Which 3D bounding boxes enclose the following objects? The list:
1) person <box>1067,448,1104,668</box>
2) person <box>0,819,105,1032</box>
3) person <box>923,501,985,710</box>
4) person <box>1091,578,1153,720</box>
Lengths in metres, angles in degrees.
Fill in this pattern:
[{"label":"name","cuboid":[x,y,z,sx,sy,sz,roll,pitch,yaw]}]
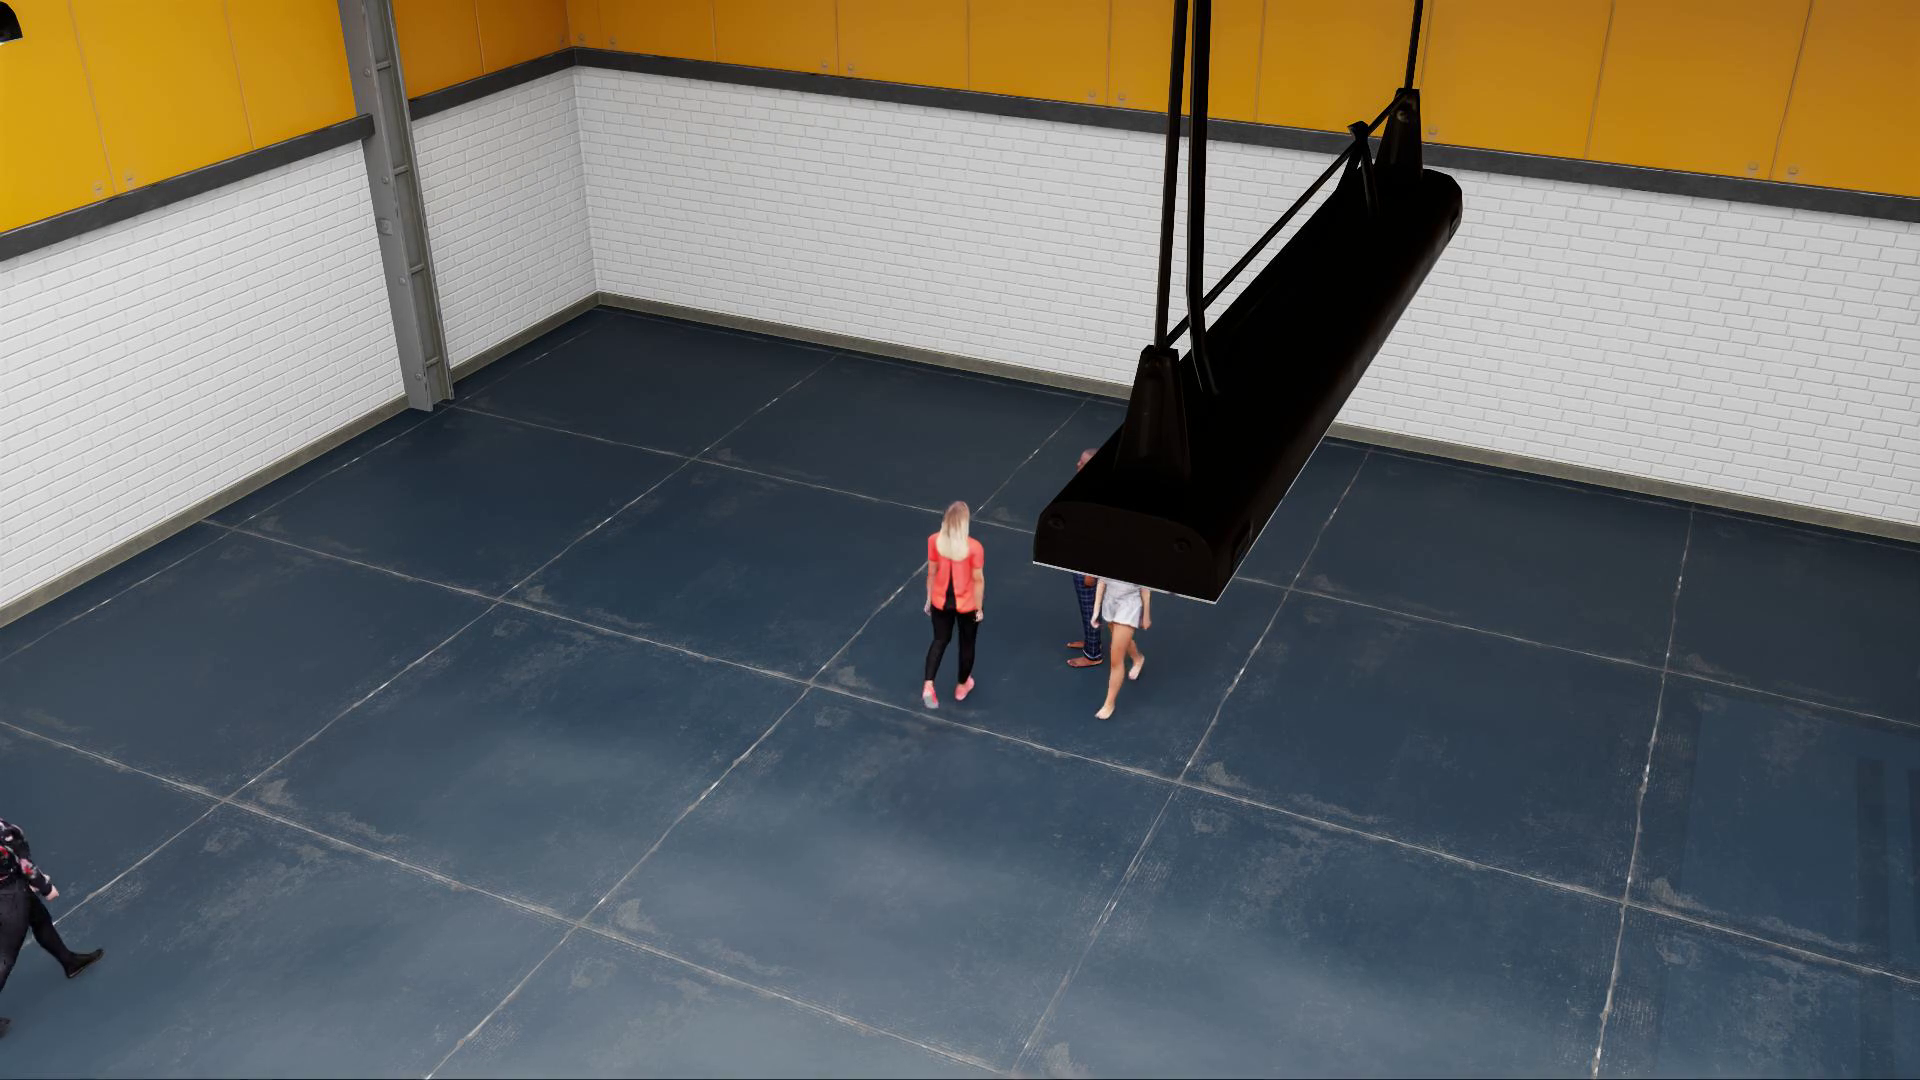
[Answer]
[{"label":"person","cuboid":[1.001,0.120,12.774,0.824,1.824,0.687,2,29,3]},{"label":"person","cuboid":[-5.464,2.062,9.401,0.689,1.644,1.119,18,34,30]},{"label":"person","cuboid":[-0.061,0.525,12.189,0.648,1.673,0.952,10,30,18]},{"label":"person","cuboid":[1.244,0.476,12.377,0.726,1.580,1.082,21,35,33]}]
